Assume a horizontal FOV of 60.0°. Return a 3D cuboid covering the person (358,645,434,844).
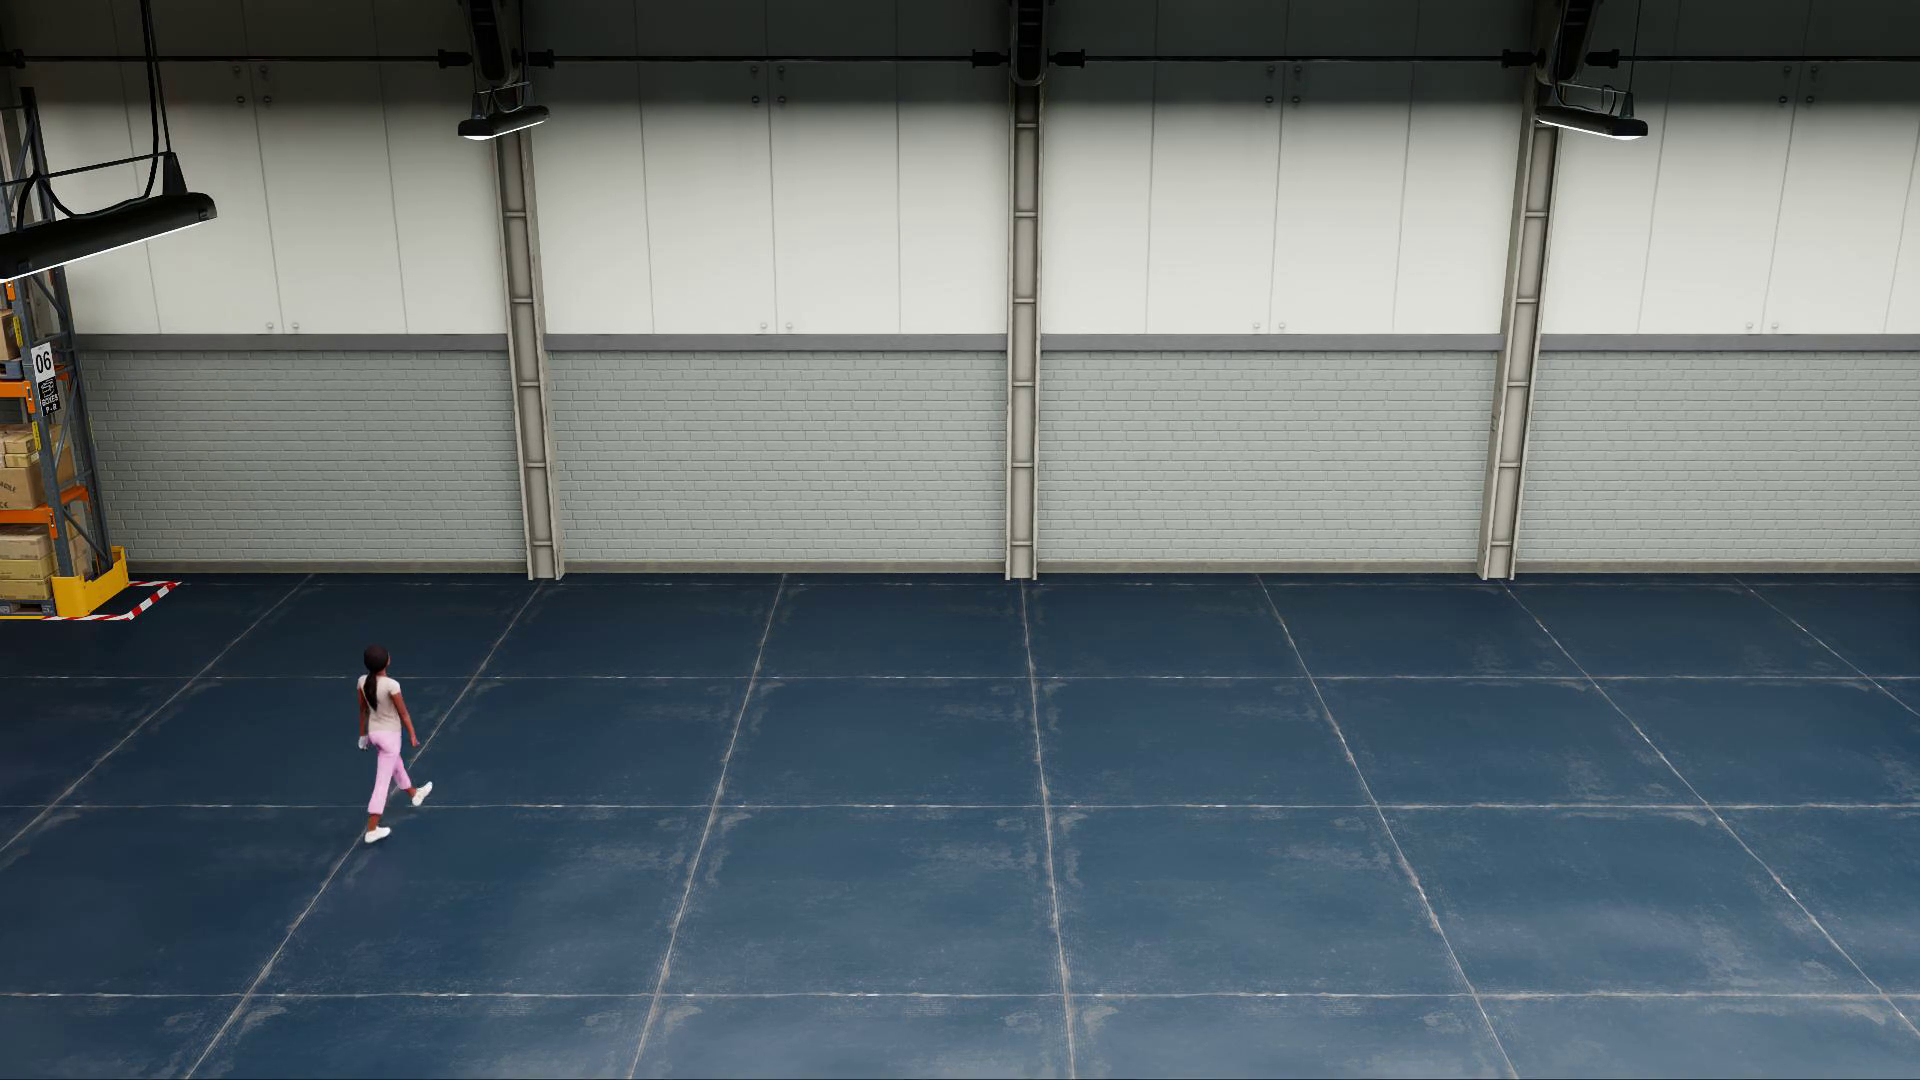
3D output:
[{"bbox_3d":[-4.984,1.769,14.263,1.178,1.687,1.002,8,20,24],"label":"person"}]
